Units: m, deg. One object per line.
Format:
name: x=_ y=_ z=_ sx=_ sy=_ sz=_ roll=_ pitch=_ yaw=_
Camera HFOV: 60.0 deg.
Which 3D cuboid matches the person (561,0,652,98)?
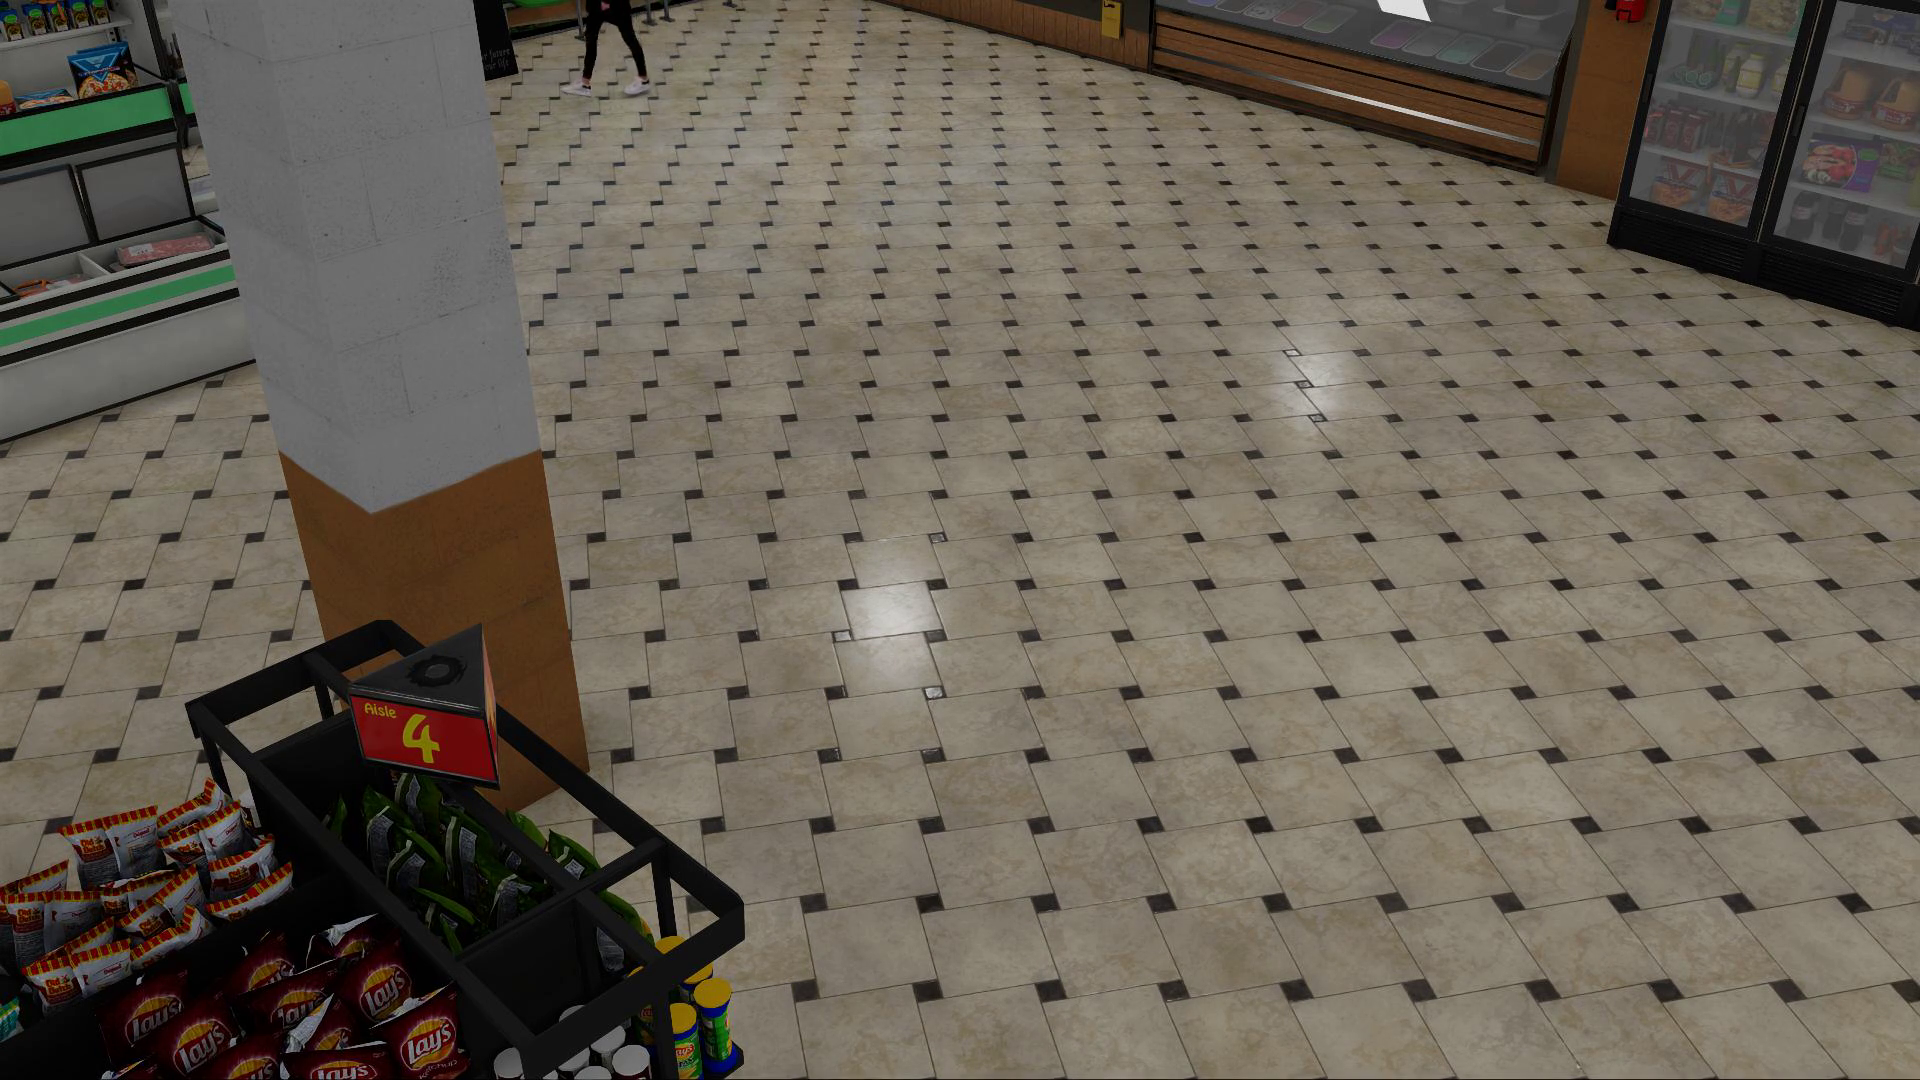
person: x=-2.957 y=-4.743 z=14.541 sx=1.083 sy=1.764 sz=0.747 roll=-21 pitch=38 yaw=-30
